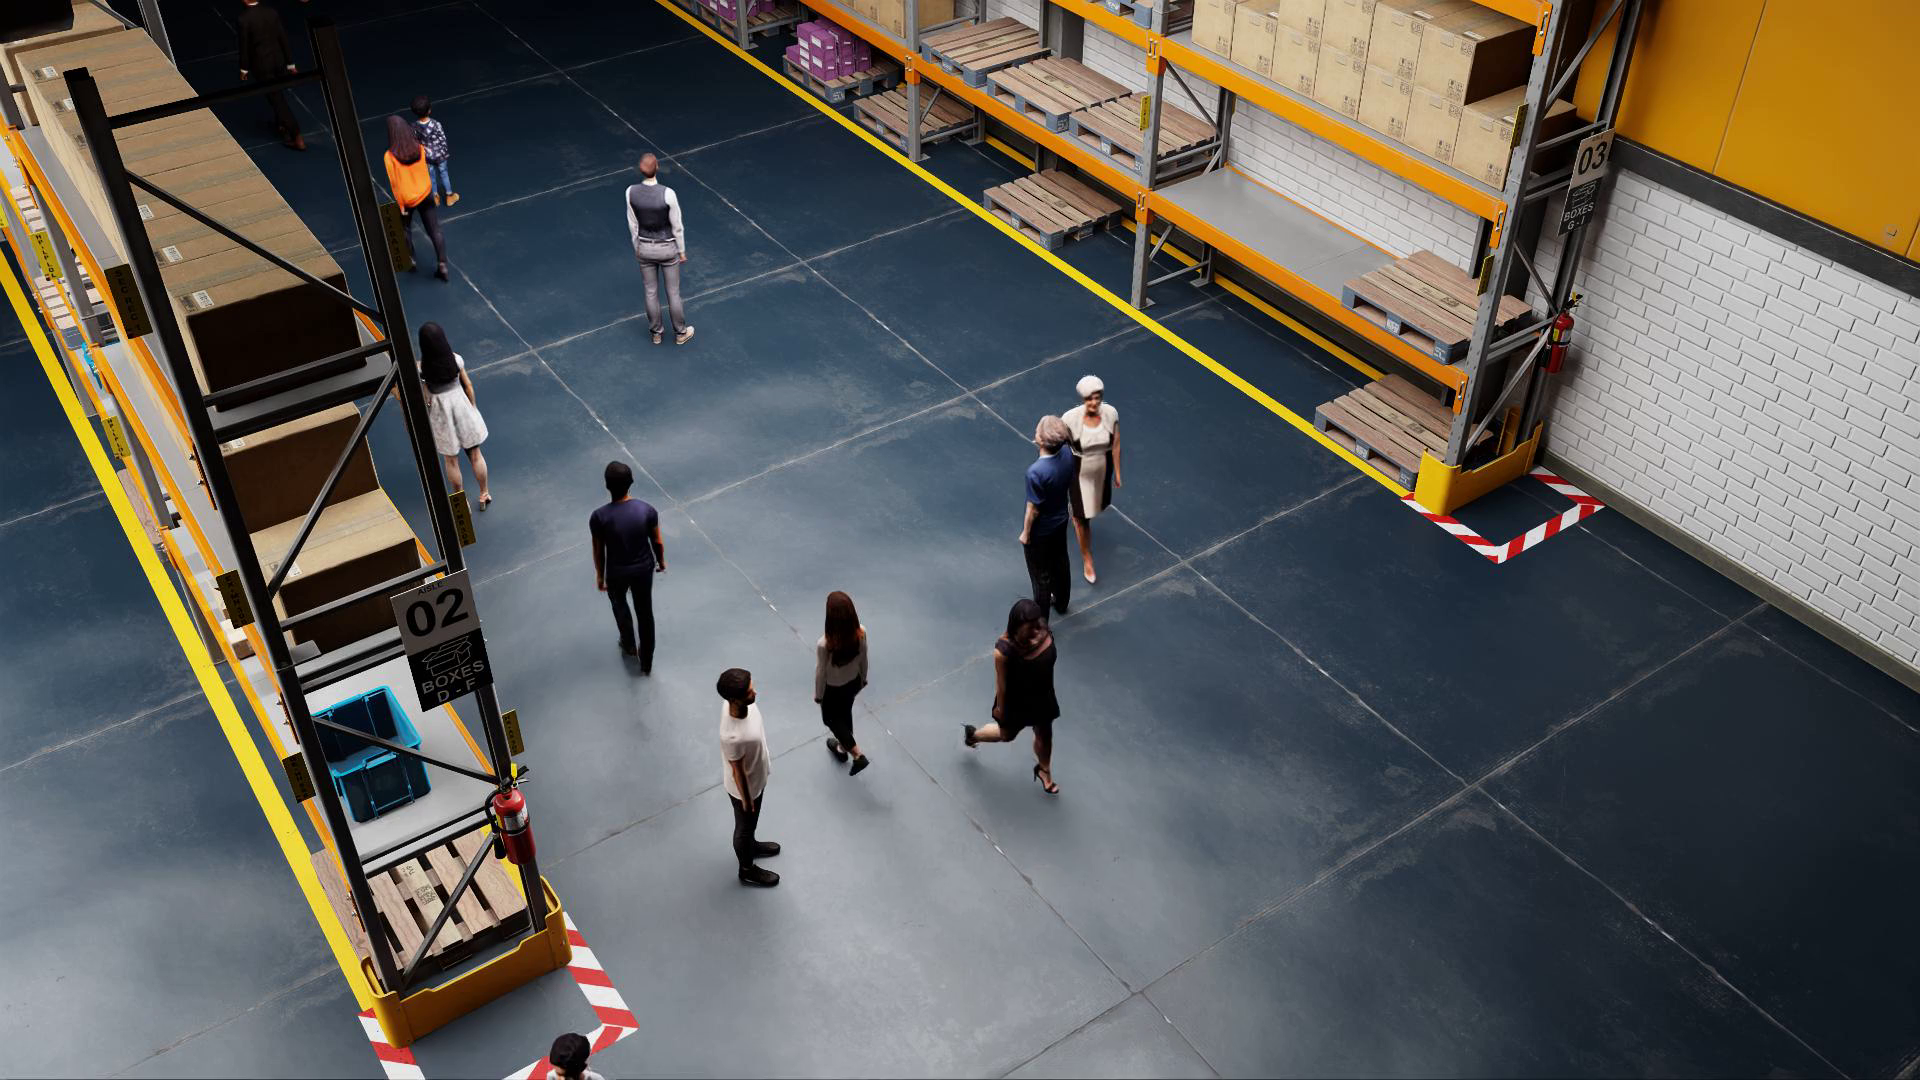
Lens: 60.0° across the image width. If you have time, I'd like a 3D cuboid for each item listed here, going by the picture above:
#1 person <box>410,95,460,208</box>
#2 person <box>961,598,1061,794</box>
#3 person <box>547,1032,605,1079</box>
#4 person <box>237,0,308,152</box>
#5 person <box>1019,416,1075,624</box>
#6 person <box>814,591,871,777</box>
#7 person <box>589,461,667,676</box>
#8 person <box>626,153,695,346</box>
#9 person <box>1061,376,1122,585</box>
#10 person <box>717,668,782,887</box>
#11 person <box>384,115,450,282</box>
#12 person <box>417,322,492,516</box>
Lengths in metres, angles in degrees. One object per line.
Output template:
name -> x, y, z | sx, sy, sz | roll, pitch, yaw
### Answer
person -> -5.681, -4.190, 17.897 | 0.585, 1.251, 0.631 | 0, 39, 0
person -> 0.348, 1.007, 11.040 | 1.086, 1.686, 0.833 | 26, 45, 28
person -> -2.004, 3.013, 8.873 | 0.588, 1.256, 0.639 | 4, 39, 4
person -> -7.751, -5.316, 18.804 | 1.138, 1.878, 0.945 | 20, 43, 23
person -> 0.649, -0.133, 12.320 | 0.636, 1.871, 0.711 | 28, 47, 31
person -> -0.756, 1.011, 11.208 | 0.570, 1.470, 0.756 | -26, 45, -29
person -> -2.349, 0.262, 11.899 | 0.760, 1.779, 0.763 | -12, 40, -14
person -> -2.814, -2.711, 15.498 | 0.740, 1.933, 0.789 | 5, 39, 6
person -> 0.994, -0.557, 12.966 | 0.885, 1.727, 1.148 | -9, 40, -11
person -> -1.352, 1.460, 10.443 | 0.766, 1.722, 0.661 | -1, 39, -1
person -> -5.337, -3.343, 16.453 | 0.912, 1.729, 0.740 | 30, 48, 32
person -> -4.105, -0.976, 13.451 | 0.695, 1.776, 0.691 | -16, 41, -19
